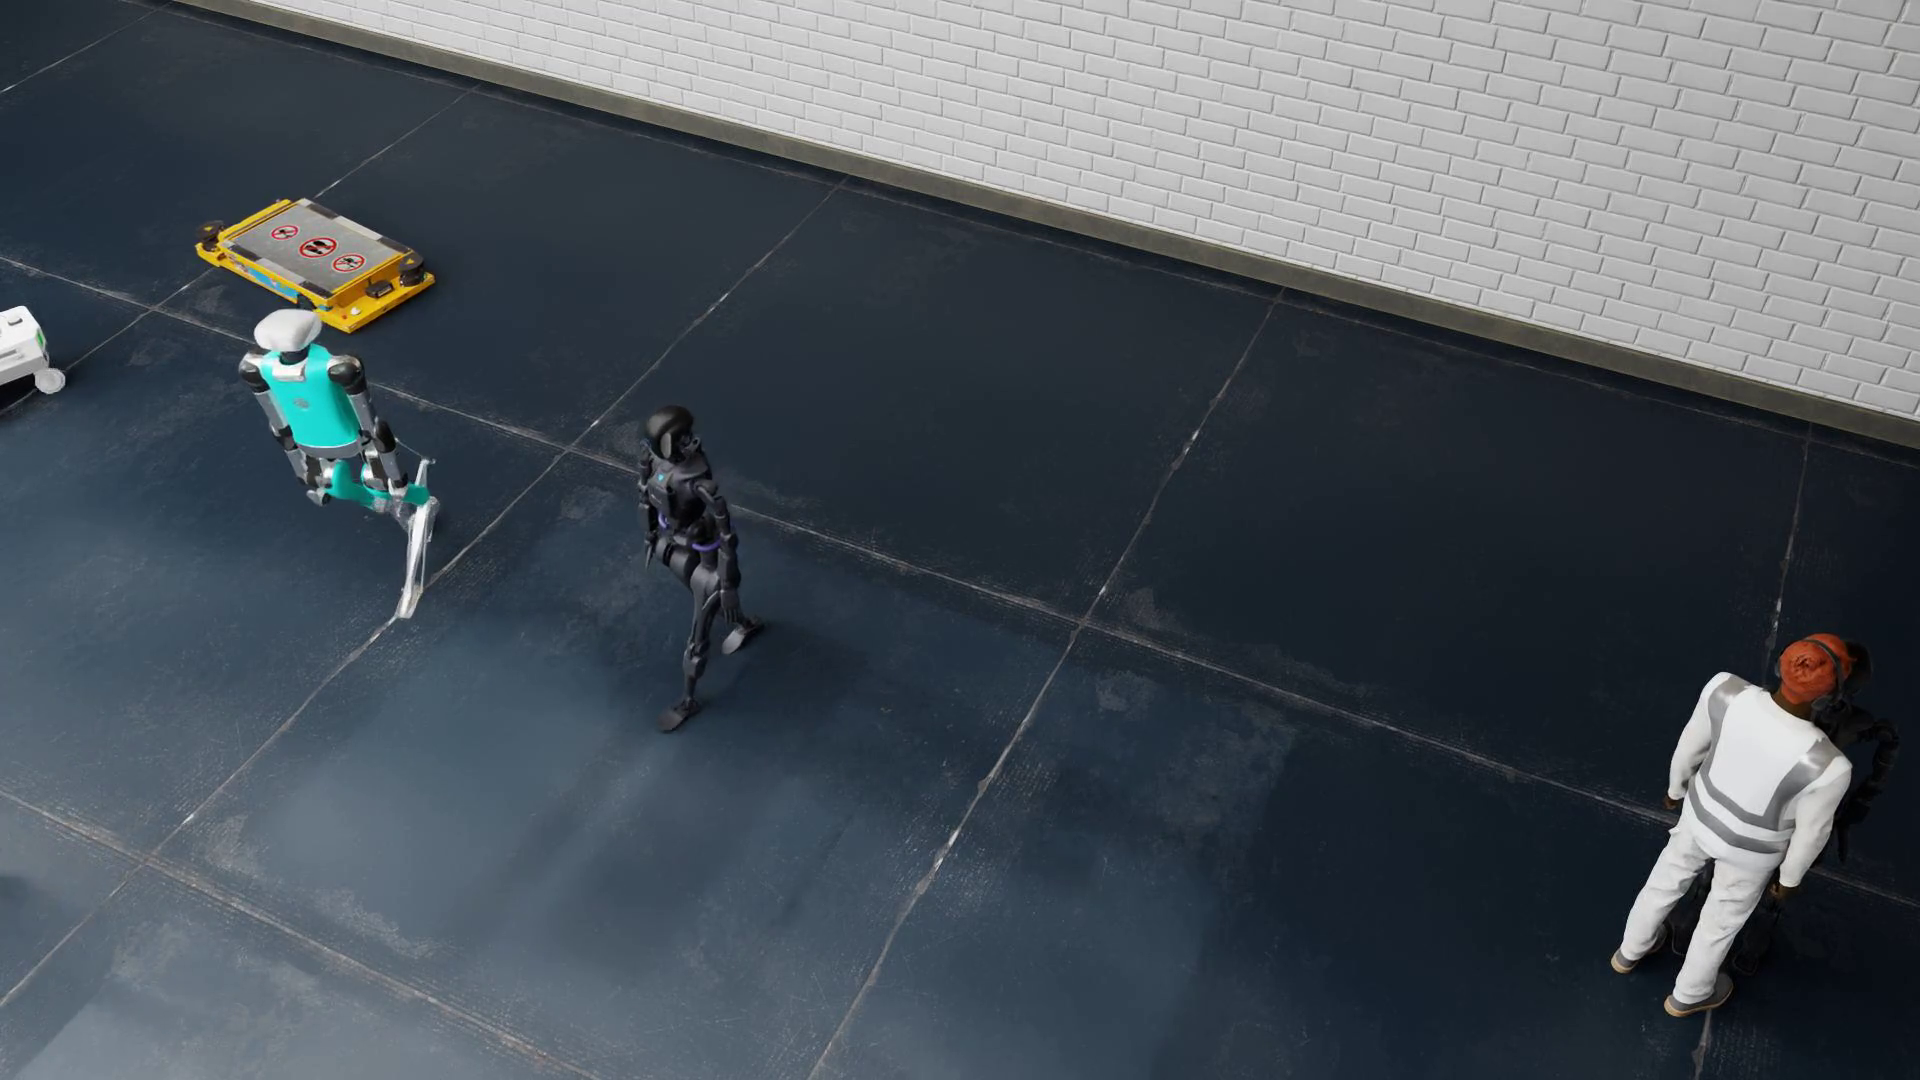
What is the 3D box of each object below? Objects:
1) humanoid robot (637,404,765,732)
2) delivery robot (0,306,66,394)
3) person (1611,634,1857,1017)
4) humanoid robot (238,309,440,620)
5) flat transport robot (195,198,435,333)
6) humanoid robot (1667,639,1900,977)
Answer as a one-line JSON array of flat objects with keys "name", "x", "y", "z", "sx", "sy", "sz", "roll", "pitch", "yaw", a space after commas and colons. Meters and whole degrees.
[{"name": "humanoid robot", "x": -1.145, "y": 0.047, "z": 7.205, "sx": 0.611, "sy": 1.628, "sz": 0.782, "roll": 30, "pitch": 50, "yaw": 28}, {"name": "delivery robot", "x": -5.396, "y": -0.950, "z": 9.080, "sx": 0.786, "sy": 0.608, "sz": 0.499, "roll": -30, "pitch": 50, "yaw": -28}, {"name": "person", "x": 2.773, "y": 1.033, "z": 5.954, "sx": 0.354, "sy": 1.883, "sz": 0.573, "roll": -24, "pitch": 48, "yaw": -24}, {"name": "humanoid robot", "x": -2.731, "y": -0.433, "z": 7.696, "sx": 0.561, "sy": 1.853, "sz": 0.852, "roll": 4, "pitch": 43, "yaw": 4}, {"name": "flat transport robot", "x": -3.931, "y": -1.707, "z": 10.097, "sx": 1.431, "sy": 0.231, "sz": 0.659, "roll": 26, "pitch": 49, "yaw": 25}, {"name": "humanoid robot", "x": 3.011, "y": 0.990, "z": 6.143, "sx": 0.599, "sy": 1.655, "sz": 0.315, "roll": 18, "pitch": 46, "yaw": 19}]
